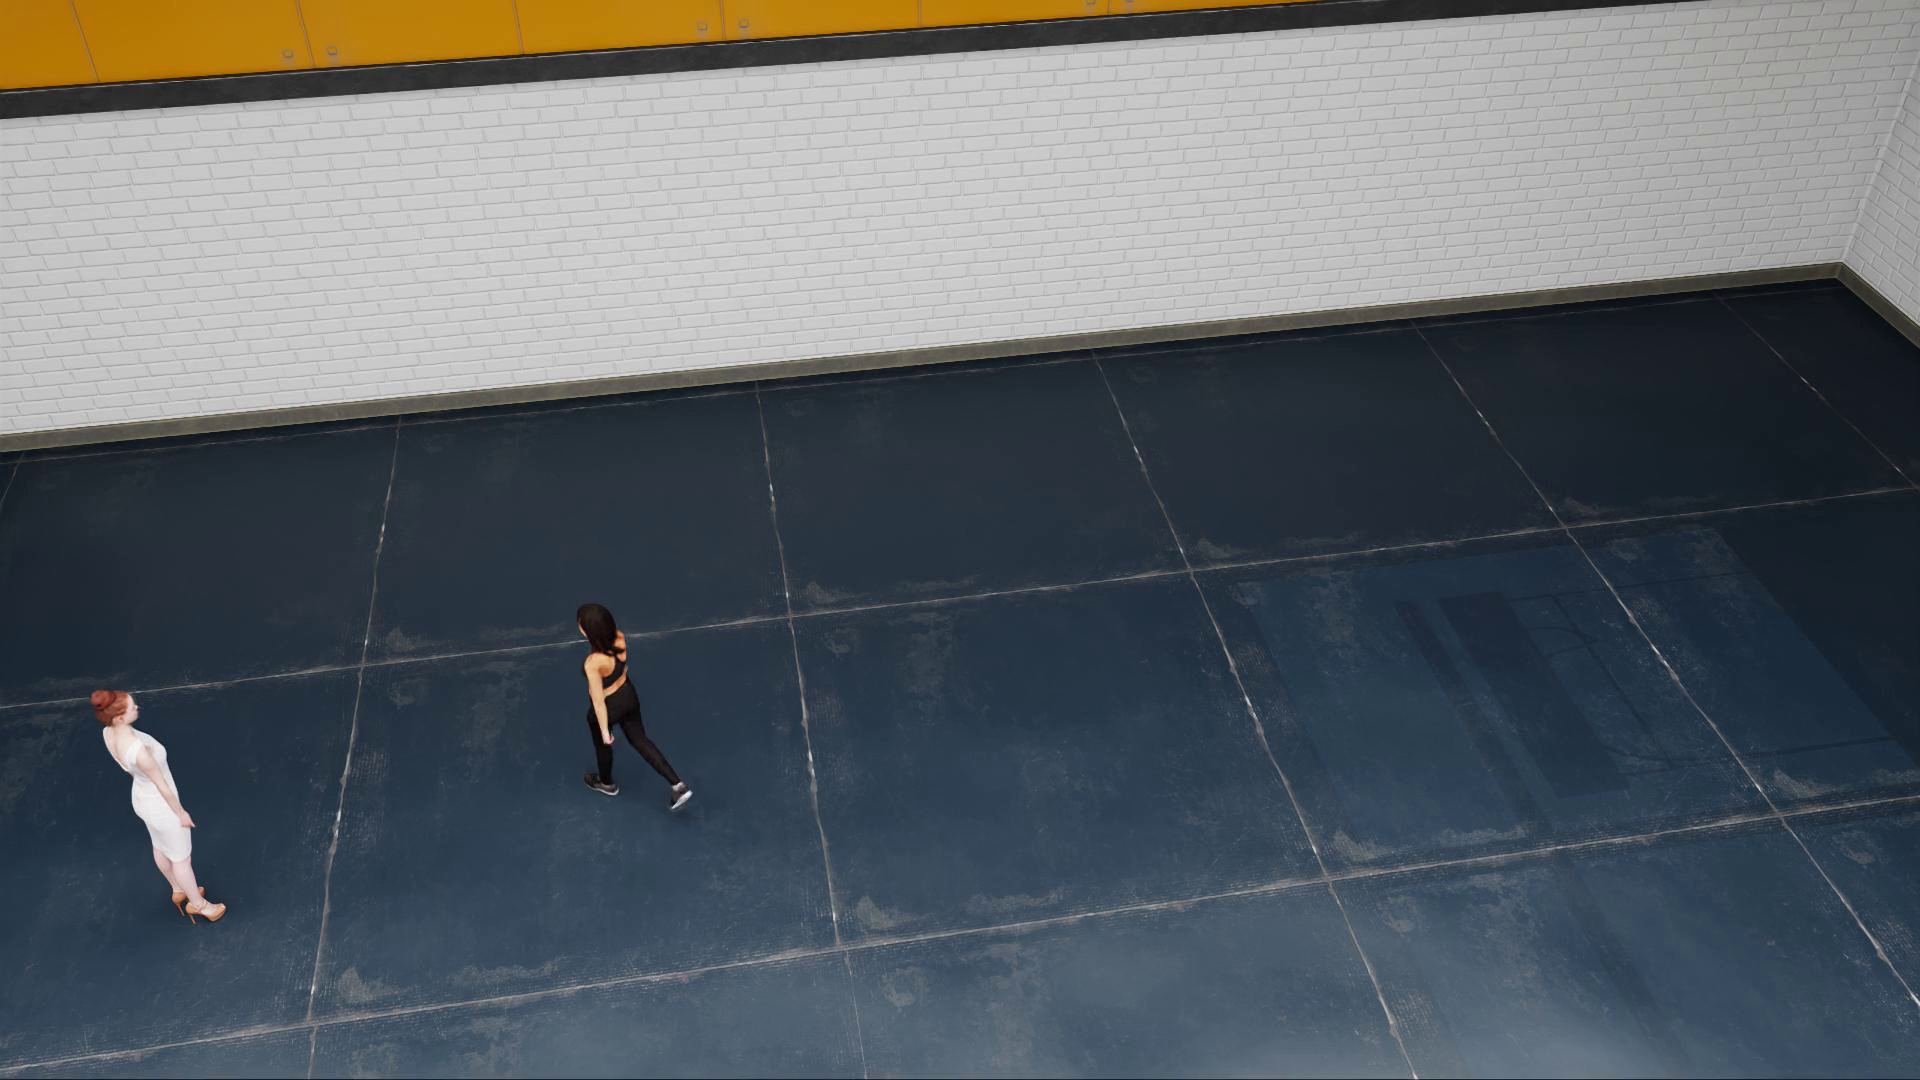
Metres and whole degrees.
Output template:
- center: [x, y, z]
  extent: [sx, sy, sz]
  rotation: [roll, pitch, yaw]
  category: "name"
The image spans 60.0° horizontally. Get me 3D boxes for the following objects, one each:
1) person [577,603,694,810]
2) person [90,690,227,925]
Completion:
- center: [-2.032, 1.040, 10.133]
  extent: [1.031, 1.624, 1.023]
  rotation: [19, 42, 22]
  category: "person"
- center: [-4.547, 1.510, 9.404]
  extent: [0.610, 1.800, 0.688]
  rotation: [27, 46, 30]
  category: "person"
